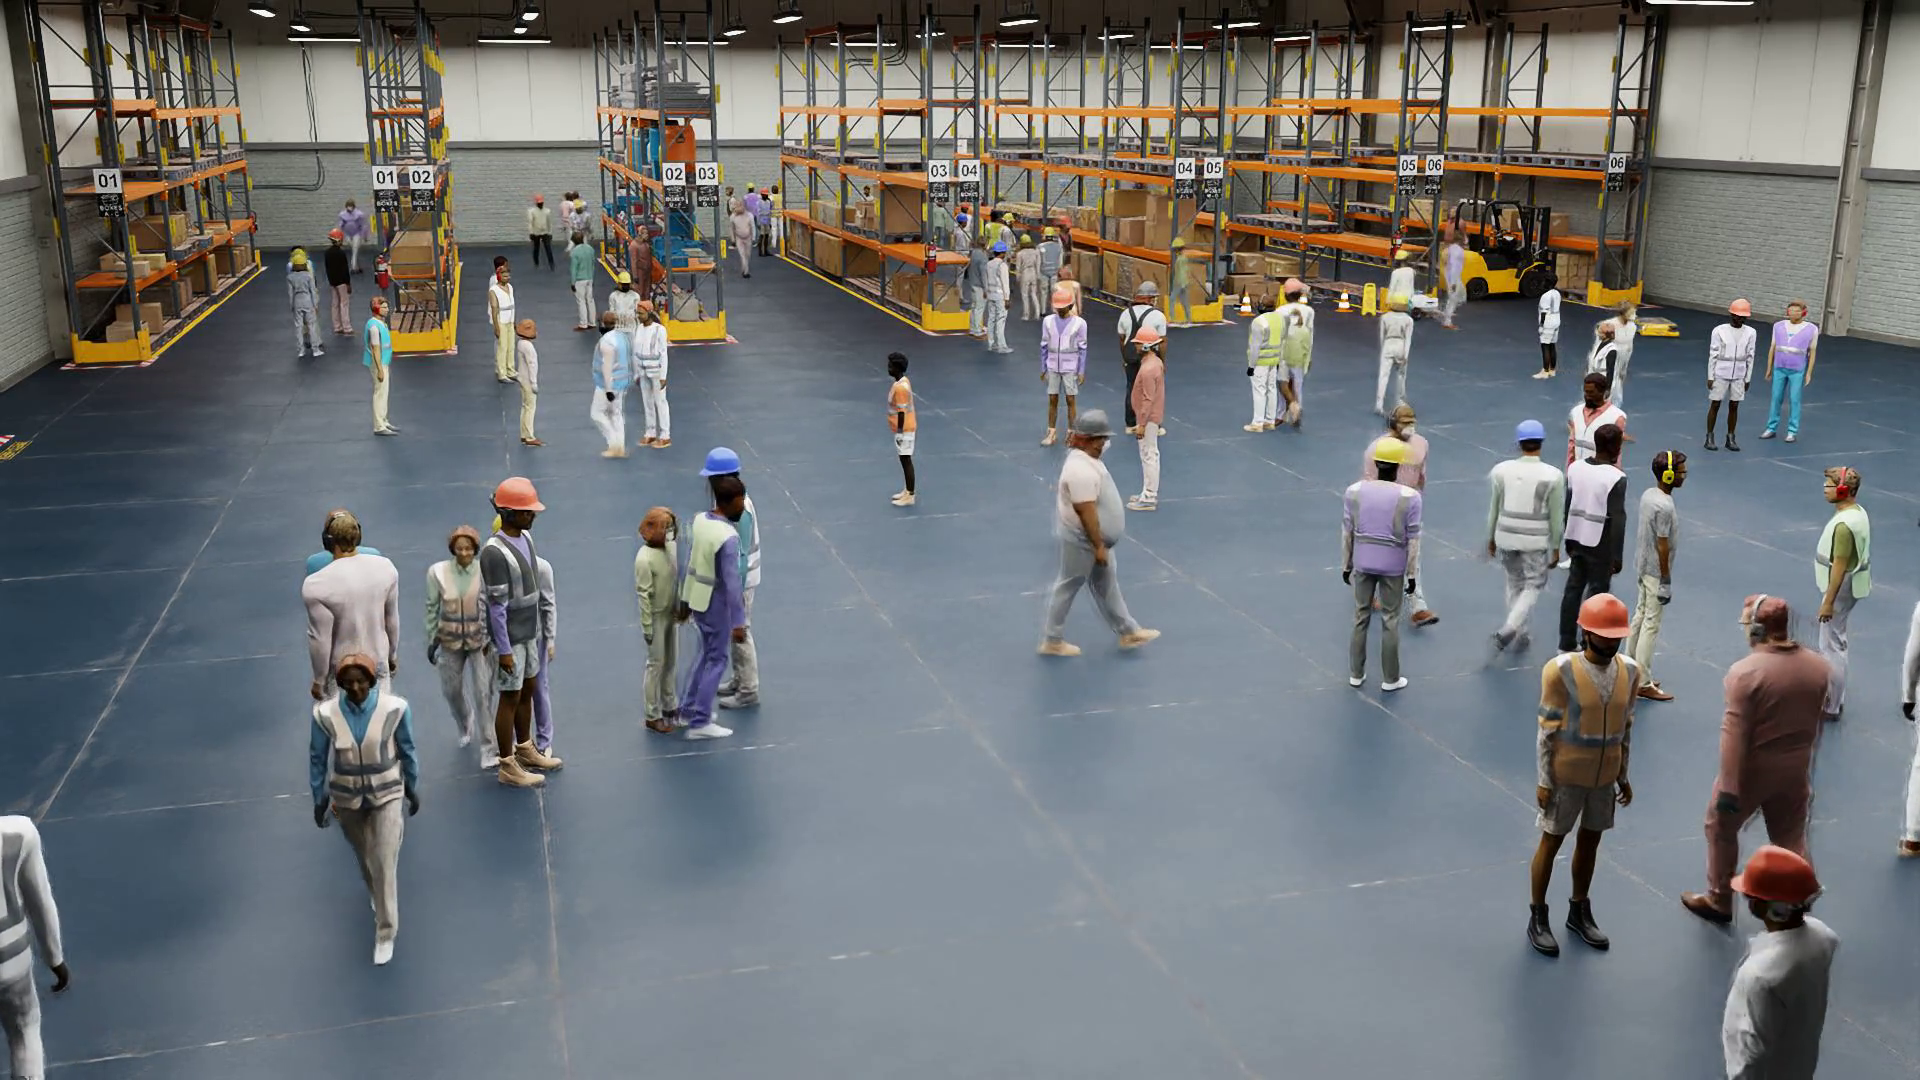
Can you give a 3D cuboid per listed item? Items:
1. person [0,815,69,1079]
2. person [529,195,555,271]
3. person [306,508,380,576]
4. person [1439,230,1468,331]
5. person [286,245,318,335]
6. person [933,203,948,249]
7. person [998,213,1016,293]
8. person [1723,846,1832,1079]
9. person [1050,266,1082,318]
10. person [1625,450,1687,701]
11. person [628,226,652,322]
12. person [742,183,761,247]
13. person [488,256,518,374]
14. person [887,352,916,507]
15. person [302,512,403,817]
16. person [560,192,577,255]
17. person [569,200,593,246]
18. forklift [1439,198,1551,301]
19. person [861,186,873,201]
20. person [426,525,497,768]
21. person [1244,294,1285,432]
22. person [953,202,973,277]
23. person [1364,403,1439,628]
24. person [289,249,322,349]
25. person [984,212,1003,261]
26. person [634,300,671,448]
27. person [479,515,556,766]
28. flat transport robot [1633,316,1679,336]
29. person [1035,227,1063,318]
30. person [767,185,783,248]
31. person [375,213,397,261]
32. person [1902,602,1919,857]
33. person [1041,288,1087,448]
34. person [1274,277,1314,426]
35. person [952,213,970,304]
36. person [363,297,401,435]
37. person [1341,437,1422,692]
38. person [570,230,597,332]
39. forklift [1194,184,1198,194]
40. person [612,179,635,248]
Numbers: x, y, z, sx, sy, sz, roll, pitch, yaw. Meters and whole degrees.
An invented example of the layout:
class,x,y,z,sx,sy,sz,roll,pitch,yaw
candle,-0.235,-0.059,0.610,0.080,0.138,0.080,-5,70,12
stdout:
class,x,y,z,sx,sy,sz,roll,pitch,yaw
person,-3.977,1.734,6.736,0.614,1.869,0.421,-11,18,-36
person,-10.864,-7.962,43.125,0.641,1.927,0.990,-8,17,-27
person,-4.221,0.586,11.513,0.507,1.632,0.268,-8,17,-28
person,9.509,-4.969,31.857,0.451,1.918,0.660,6,16,21
person,-12.378,-4.672,31.197,0.547,1.678,0.534,0,15,0
person,-0.541,-8.814,46.885,0.507,1.632,0.268,12,19,39
person,1.078,-6.557,38.039,0.404,1.824,0.586,-3,15,-10
person,2.981,1.952,6.156,0.609,1.742,0.376,-14,20,-42
person,1.793,-3.794,28.018,0.538,1.612,0.457,-2,15,-7
person,5.164,0.253,12.314,0.328,1.872,0.513,1,15,5
person,-6.319,-5.293,33.143,0.401,1.895,0.655,5,16,17
person,-6.280,-9.799,50.119,0.592,1.878,0.927,-6,16,-22
person,-7.400,-3.612,26.790,0.394,1.910,0.581,-6,16,-21
person,-0.638,-1.215,18.189,0.322,1.690,0.536,-1,15,-2
person,-3.720,0.770,10.235,0.372,1.940,0.632,10,18,33
person,-10.832,-8.774,46.371,0.657,1.823,0.562,9,17,31
person,-9.903,-7.994,43.510,0.580,1.786,0.928,1,15,3
forklift,11.913,-6.508,37.130,2.313,2.155,1.214,-4,15,-15
person,-2.713,-9.542,49.203,0.516,1.860,0.328,9,17,29
person,-3.294,0.686,11.163,0.531,1.635,0.510,-2,15,-6
person,4.047,-2.365,22.218,0.636,1.842,0.429,-14,20,-41
person,0.113,-7.451,41.214,0.554,1.916,0.696,-4,15,-16
person,3.700,-0.218,14.057,0.654,1.880,1.029,-5,16,-18
person,-11.577,-4.251,29.404,0.452,1.797,0.625,-6,16,-21
person,0.838,-7.250,40.967,0.545,1.645,0.892,-4,15,-13
person,-3.939,-2.114,21.213,0.576,1.879,0.356,11,18,35
person,-2.926,0.656,11.002,0.523,1.765,0.331,2,15,9
flat transport robot,13.204,-4.088,31.714,0.652,0.197,1.431,3,15,10
person,1.793,-5.407,33.705,0.610,1.827,0.403,-4,15,-14
person,-5.498,-9.659,49.669,0.623,1.844,0.429,-10,18,-32
person,-14.537,-7.770,42.264,0.379,1.995,0.612,9,17,29
person,5.897,0.940,9.778,0.611,1.844,0.758,13,20,40
person,1.301,-2.184,21.168,0.604,2.034,0.386,6,16,21
person,4.496,-2.532,22.511,0.627,2.023,0.805,-5,16,-18
person,0.018,-6.100,36.066,0.389,1.949,0.602,-2,15,-6
person,-7.677,-2.296,21.981,0.389,1.837,0.560,-3,15,-13
person,3.148,0.182,12.467,0.589,1.928,0.386,9,17,31
person,-7.202,-4.940,31.748,0.372,1.930,0.632,8,17,28
forklift,7.392,-11.333,53.972,1.873,2.768,1.129,-4,15,-15
person,-9.997,-9.735,49.570,0.672,2.000,0.536,-3,15,-12
